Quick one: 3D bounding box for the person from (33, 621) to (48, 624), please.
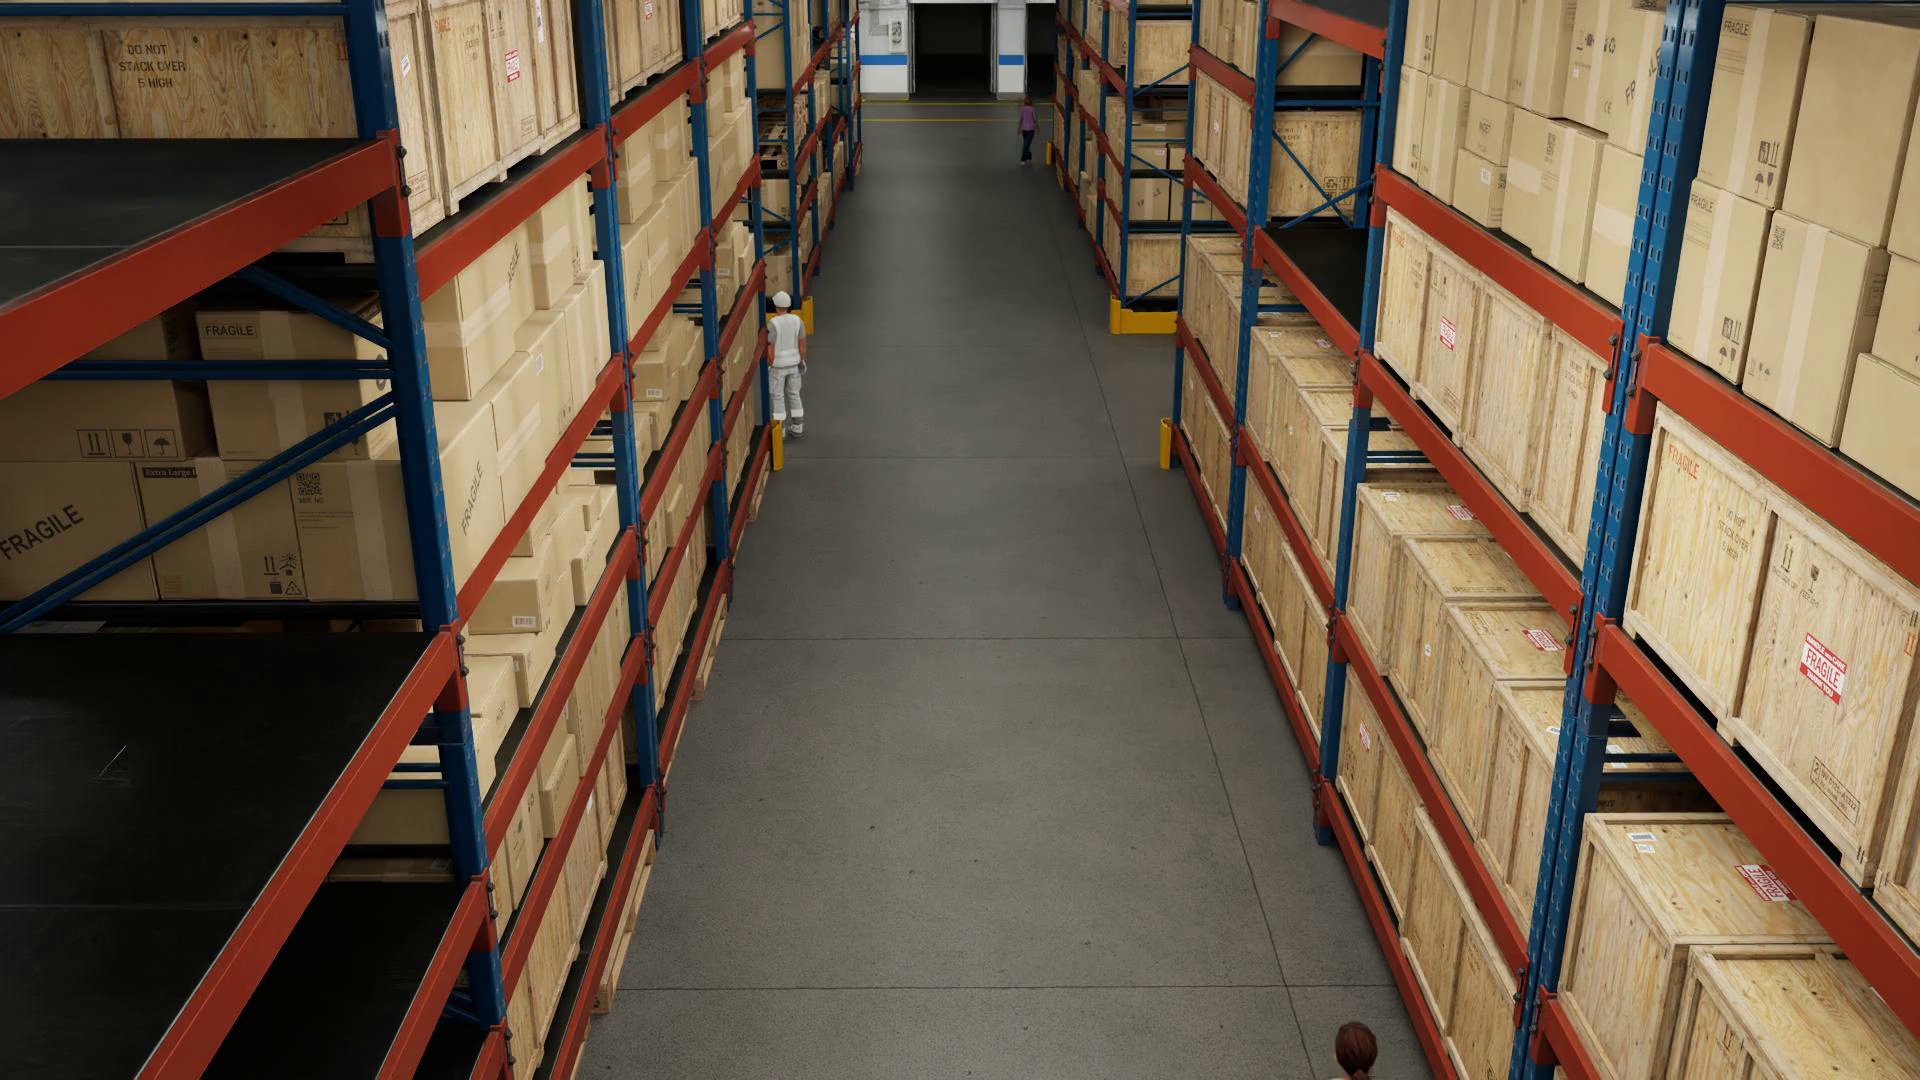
[{"bbox_3d":[-8.445,-0.121,14.930,0.503,1.657,0.692,-4,22,-9],"label":"person"}]

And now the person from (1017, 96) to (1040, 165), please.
[{"bbox_3d":[1.652,-9.701,39.320,0.473,1.569,0.851,11,24,26],"label":"person"}]

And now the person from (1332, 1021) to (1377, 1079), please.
[{"bbox_3d":[1.730,2.854,7.408,0.459,1.682,0.700,6,22,15],"label":"person"}]

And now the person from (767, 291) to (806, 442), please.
[{"bbox_3d":[-2.100,-2.073,19.733,0.543,1.795,0.367,-15,26,-34],"label":"person"}]
